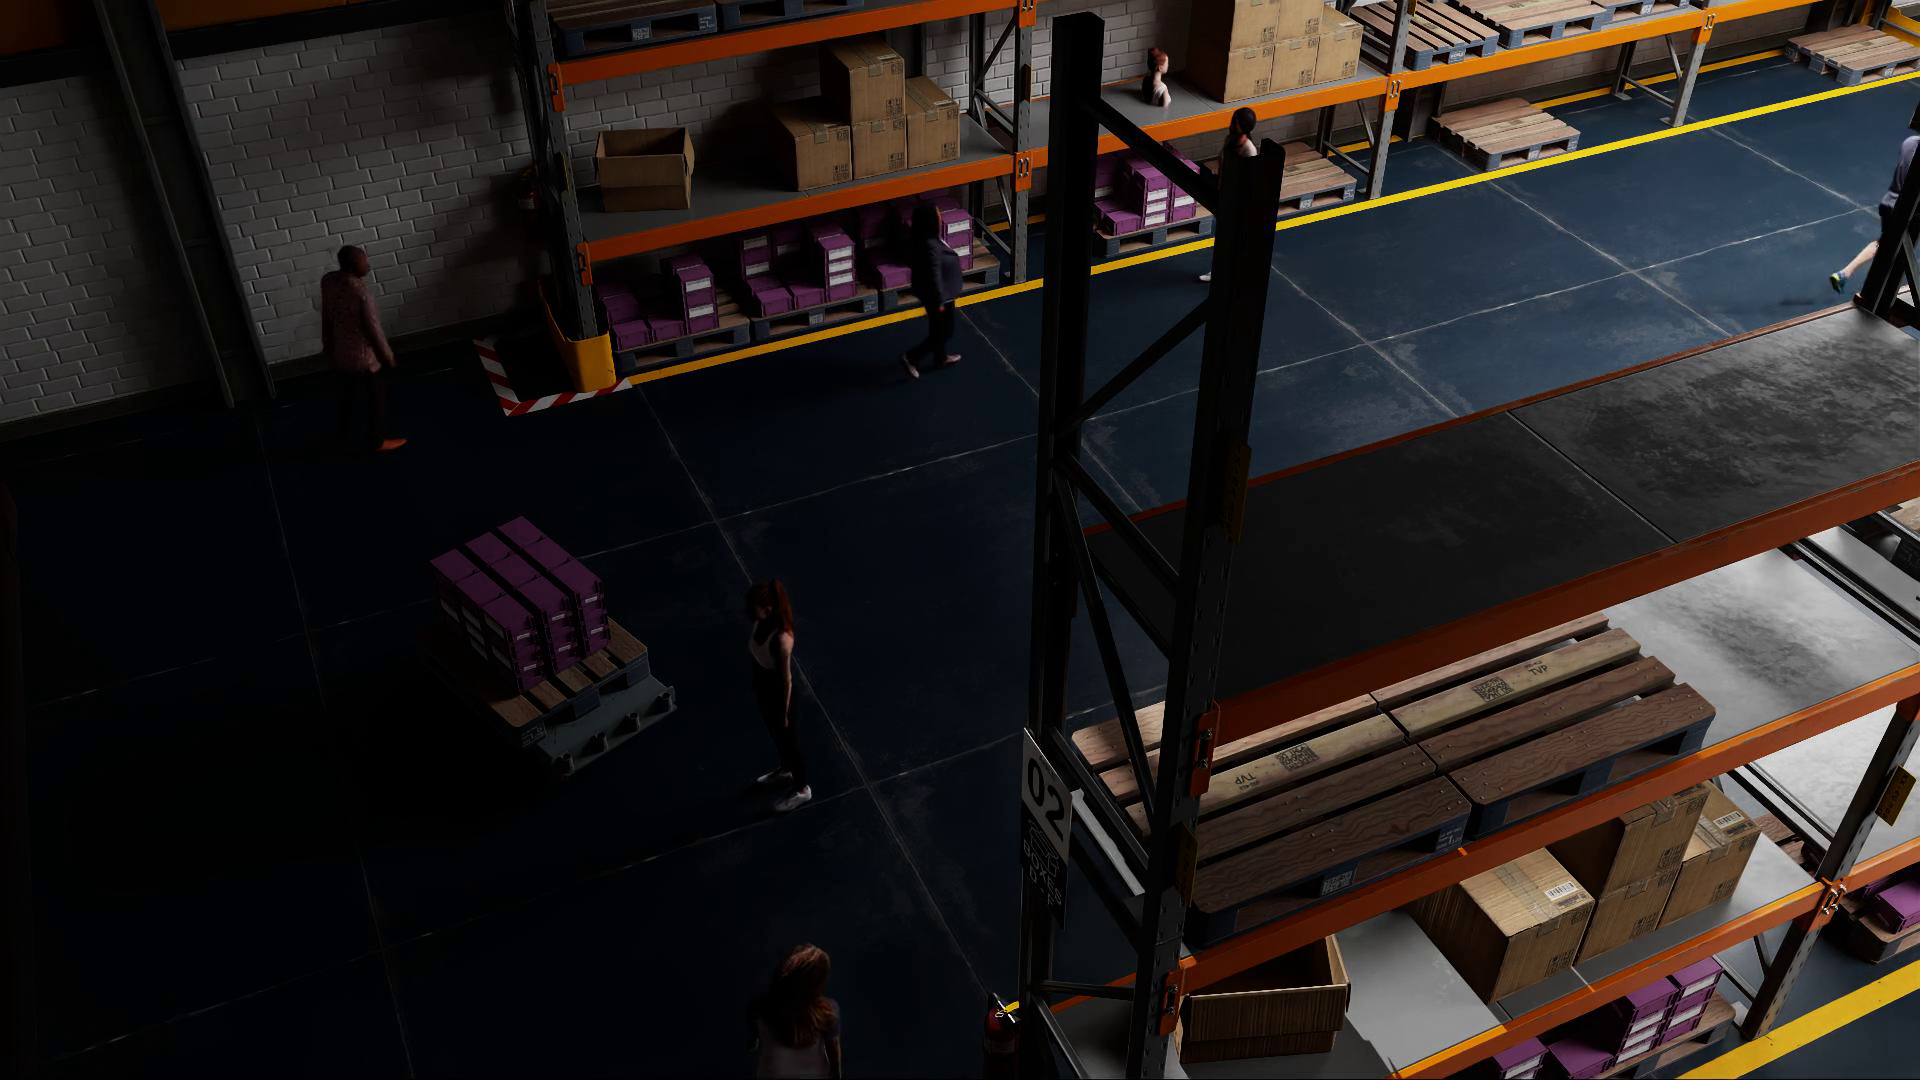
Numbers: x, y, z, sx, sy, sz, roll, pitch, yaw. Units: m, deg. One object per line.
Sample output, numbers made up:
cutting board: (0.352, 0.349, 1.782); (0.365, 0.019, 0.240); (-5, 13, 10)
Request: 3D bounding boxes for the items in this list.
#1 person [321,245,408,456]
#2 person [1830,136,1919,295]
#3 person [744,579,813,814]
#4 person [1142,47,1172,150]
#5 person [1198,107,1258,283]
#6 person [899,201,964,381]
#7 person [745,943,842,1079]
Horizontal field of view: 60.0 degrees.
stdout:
person: (-4.699, -1.433, 12.821); (0.965, 1.772, 0.948); (12, 40, 14)
person: (8.140, -2.853, 14.522); (0.975, 1.869, 0.828); (-4, 39, -5)
person: (-1.087, 0.921, 9.898); (0.495, 1.742, 0.585); (-17, 42, -20)
person: (1.798, -3.811, 15.781); (0.493, 1.793, 0.549); (-17, 42, -20)
person: (2.437, -3.041, 14.859); (0.524, 1.742, 0.578); (-19, 42, -22)
person: (-0.264, -2.043, 13.736); (0.825, 1.584, 0.667); (-15, 41, -18)
person: (-0.777, 2.606, 7.824); (0.731, 1.697, 0.818); (-4, 39, -5)
